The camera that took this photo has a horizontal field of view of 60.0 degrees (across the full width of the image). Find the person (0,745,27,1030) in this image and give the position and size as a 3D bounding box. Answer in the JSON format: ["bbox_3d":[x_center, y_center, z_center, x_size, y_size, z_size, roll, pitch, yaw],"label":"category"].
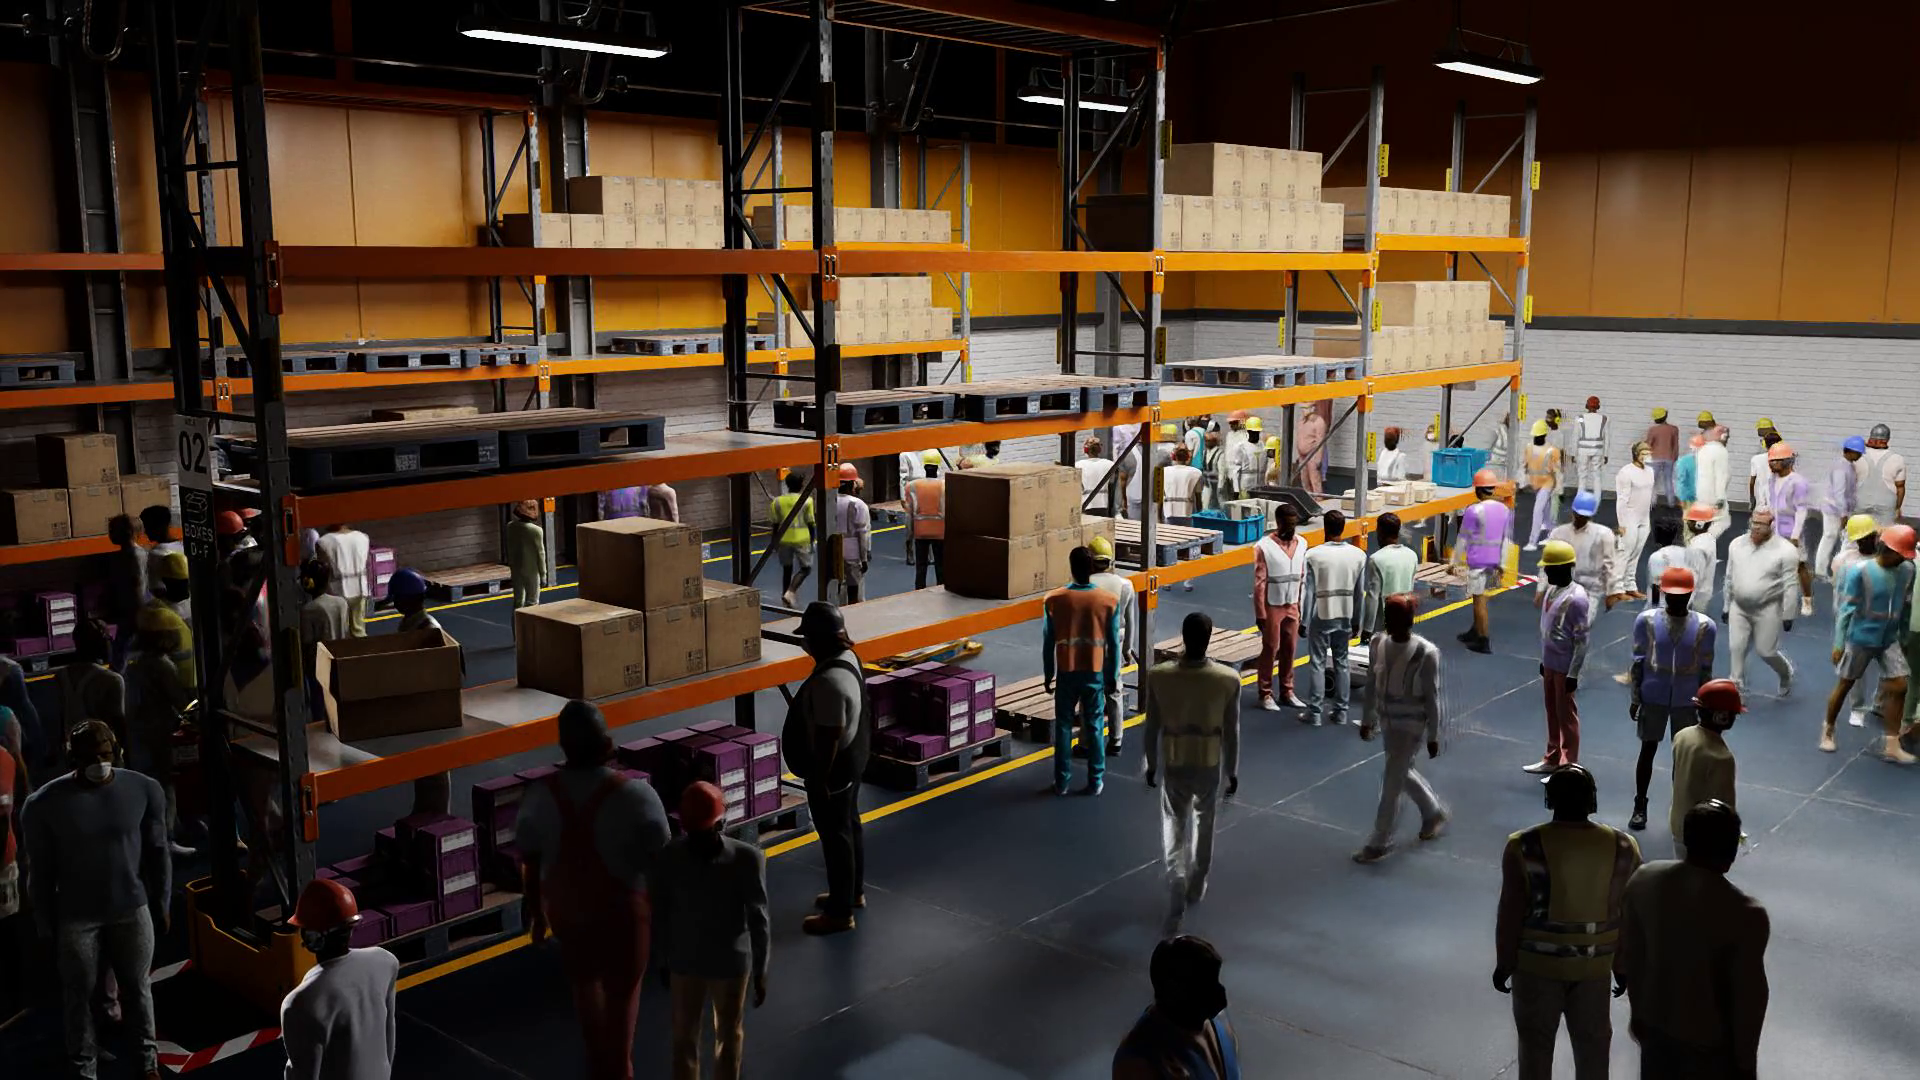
[{"bbox_3d":[-5.207,1.670,8.565,0.624,1.944,0.728,3,10,17],"label":"person"}]

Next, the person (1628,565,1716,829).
[{"bbox_3d":[5.062,1.129,11.855,0.545,1.938,0.359,3,10,20],"label":"person"}]

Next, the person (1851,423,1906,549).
[{"bbox_3d":[11.575,-0.467,21.071,0.682,2.000,0.537,6,11,31],"label":"person"}]

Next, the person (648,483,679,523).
[{"bbox_3d":[-3.487,-0.090,19.646,0.527,1.768,0.314,8,13,41],"label":"person"}]

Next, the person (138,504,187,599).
[{"bbox_3d":[-6.921,0.642,14.757,0.545,1.948,0.587,3,10,17],"label":"person"}]

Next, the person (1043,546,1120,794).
[{"bbox_3d":[0.929,1.002,12.713,0.585,1.909,0.400,0,10,-1],"label":"person"}]

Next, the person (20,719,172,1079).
[{"bbox_3d":[-4.102,1.787,7.970,0.622,1.932,0.367,-7,12,-34],"label":"person"}]

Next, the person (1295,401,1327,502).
[{"bbox_3d":[5.593,-1.316,26.619,0.417,1.894,0.654,-4,10,-21],"label":"person"}]

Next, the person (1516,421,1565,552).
[{"bbox_3d":[8.284,-0.779,23.551,0.920,1.856,0.623,-4,10,-24],"label":"person"}]

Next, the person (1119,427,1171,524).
[{"bbox_3d":[2.429,-0.546,21.546,0.689,2.000,0.537,4,10,21],"label":"person"}]

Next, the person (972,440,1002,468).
[{"bbox_3d":[0.359,-0.618,23.129,0.839,1.639,0.579,8,12,38],"label":"person"}]

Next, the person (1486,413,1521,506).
[{"bbox_3d":[9.044,-1.341,27.693,0.520,1.566,0.934,-3,10,-19],"label":"person"}]

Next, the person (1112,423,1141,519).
[{"bbox_3d":[2.672,-1.247,26.127,0.591,1.918,0.429,-4,10,-21],"label":"person"}]

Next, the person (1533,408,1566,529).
[{"bbox_3d":[8.949,-1.073,25.240,0.400,1.855,0.561,-2,10,-12],"label":"person"}]

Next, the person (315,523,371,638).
[{"bbox_3d":[-5.764,0.560,15.631,0.473,1.818,0.577,9,13,44],"label":"person"}]

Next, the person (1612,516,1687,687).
[{"bbox_3d":[6.589,0.597,15.795,0.543,1.672,0.708,-6,11,-31],"label":"person"}]

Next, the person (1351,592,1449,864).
[{"bbox_3d":[3.071,1.248,11.415,0.901,1.849,0.583,-6,11,-30],"label":"person"}]

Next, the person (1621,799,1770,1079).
[{"bbox_3d":[2.958,1.987,6.727,0.357,1.936,0.634,-5,11,-27],"label":"person"}]

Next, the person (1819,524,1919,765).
[{"bbox_3d":[7.453,0.838,13.497,0.718,1.963,0.928,-1,10,-7],"label":"person"}]

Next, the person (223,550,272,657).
[{"bbox_3d":[-5.581,0.988,13.109,0.434,1.810,0.656,-1,10,-9],"label":"person"}]

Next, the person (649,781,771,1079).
[{"bbox_3d":[-1.143,1.954,7.549,0.573,1.724,0.727,0,10,-2],"label":"person"}]

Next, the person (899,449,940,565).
[{"bbox_3d":[-0.534,-0.611,22.282,0.546,1.930,0.388,-2,10,-14],"label":"person"}]

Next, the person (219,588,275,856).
[{"bbox_3d":[-4.961,1.237,11.485,0.342,1.846,0.509,6,11,30],"label":"person"}]

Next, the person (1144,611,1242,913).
[{"bbox_3d":[1.452,1.393,10.405,0.600,1.895,0.723,1,10,8],"label":"person"}]

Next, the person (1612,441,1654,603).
[{"bbox_3d":[8.074,-0.223,19.919,0.635,1.937,0.352,-7,12,-36],"label":"person"}]

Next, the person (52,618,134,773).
[{"bbox_3d":[-5.449,1.403,10.514,0.502,1.839,0.343,3,10,15],"label":"person"}]

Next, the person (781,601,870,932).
[{"bbox_3d":[-0.826,1.355,10.197,0.535,2.000,0.681,1,10,7],"label":"person"}]

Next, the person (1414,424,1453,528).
[{"bbox_3d":[7.339,-0.998,25.587,0.834,1.596,0.511,-8,13,-40],"label":"person"}]

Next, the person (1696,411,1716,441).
[{"bbox_3d":[11.681,-1.161,26.139,0.317,1.737,0.488,3,10,17],"label":"person"}]

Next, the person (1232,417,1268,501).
[{"bbox_3d":[4.054,-0.750,23.099,0.594,1.925,0.369,-5,11,-26],"label":"person"}]

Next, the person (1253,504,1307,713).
[{"bbox_3d":[2.894,0.607,15.075,0.600,1.906,0.412,-6,11,-31],"label":"person"}]

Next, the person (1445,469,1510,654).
[{"bbox_3d":[5.365,0.209,17.422,0.556,1.915,0.714,-5,11,-29],"label":"person"}]

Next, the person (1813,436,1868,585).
[{"bbox_3d":[11.080,-0.358,20.802,0.694,1.908,0.638,8,12,40],"label":"person"}]

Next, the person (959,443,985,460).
[{"bbox_3d":[0.123,-0.857,24.344,0.503,1.706,0.795,8,12,39],"label":"person"}]

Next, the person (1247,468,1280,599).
[{"bbox_3d":[3.767,-0.053,19.912,0.512,1.597,0.769,9,13,42],"label":"person"}]

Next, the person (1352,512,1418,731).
[{"bbox_3d":[3.727,0.710,14.461,0.593,1.907,0.415,-8,12,-39],"label":"person"}]

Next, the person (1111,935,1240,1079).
[{"bbox_3d":[0.758,2.220,5.619,0.429,1.847,0.627,6,11,31],"label":"person"}]

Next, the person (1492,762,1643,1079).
[{"bbox_3d":[2.718,1.905,7.513,0.633,1.839,0.429,0,10,2],"label":"person"}]

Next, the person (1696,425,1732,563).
[{"bbox_3d":[10.152,-0.605,22.385,0.408,1.878,0.717,0,10,-1],"label":"person"}]
